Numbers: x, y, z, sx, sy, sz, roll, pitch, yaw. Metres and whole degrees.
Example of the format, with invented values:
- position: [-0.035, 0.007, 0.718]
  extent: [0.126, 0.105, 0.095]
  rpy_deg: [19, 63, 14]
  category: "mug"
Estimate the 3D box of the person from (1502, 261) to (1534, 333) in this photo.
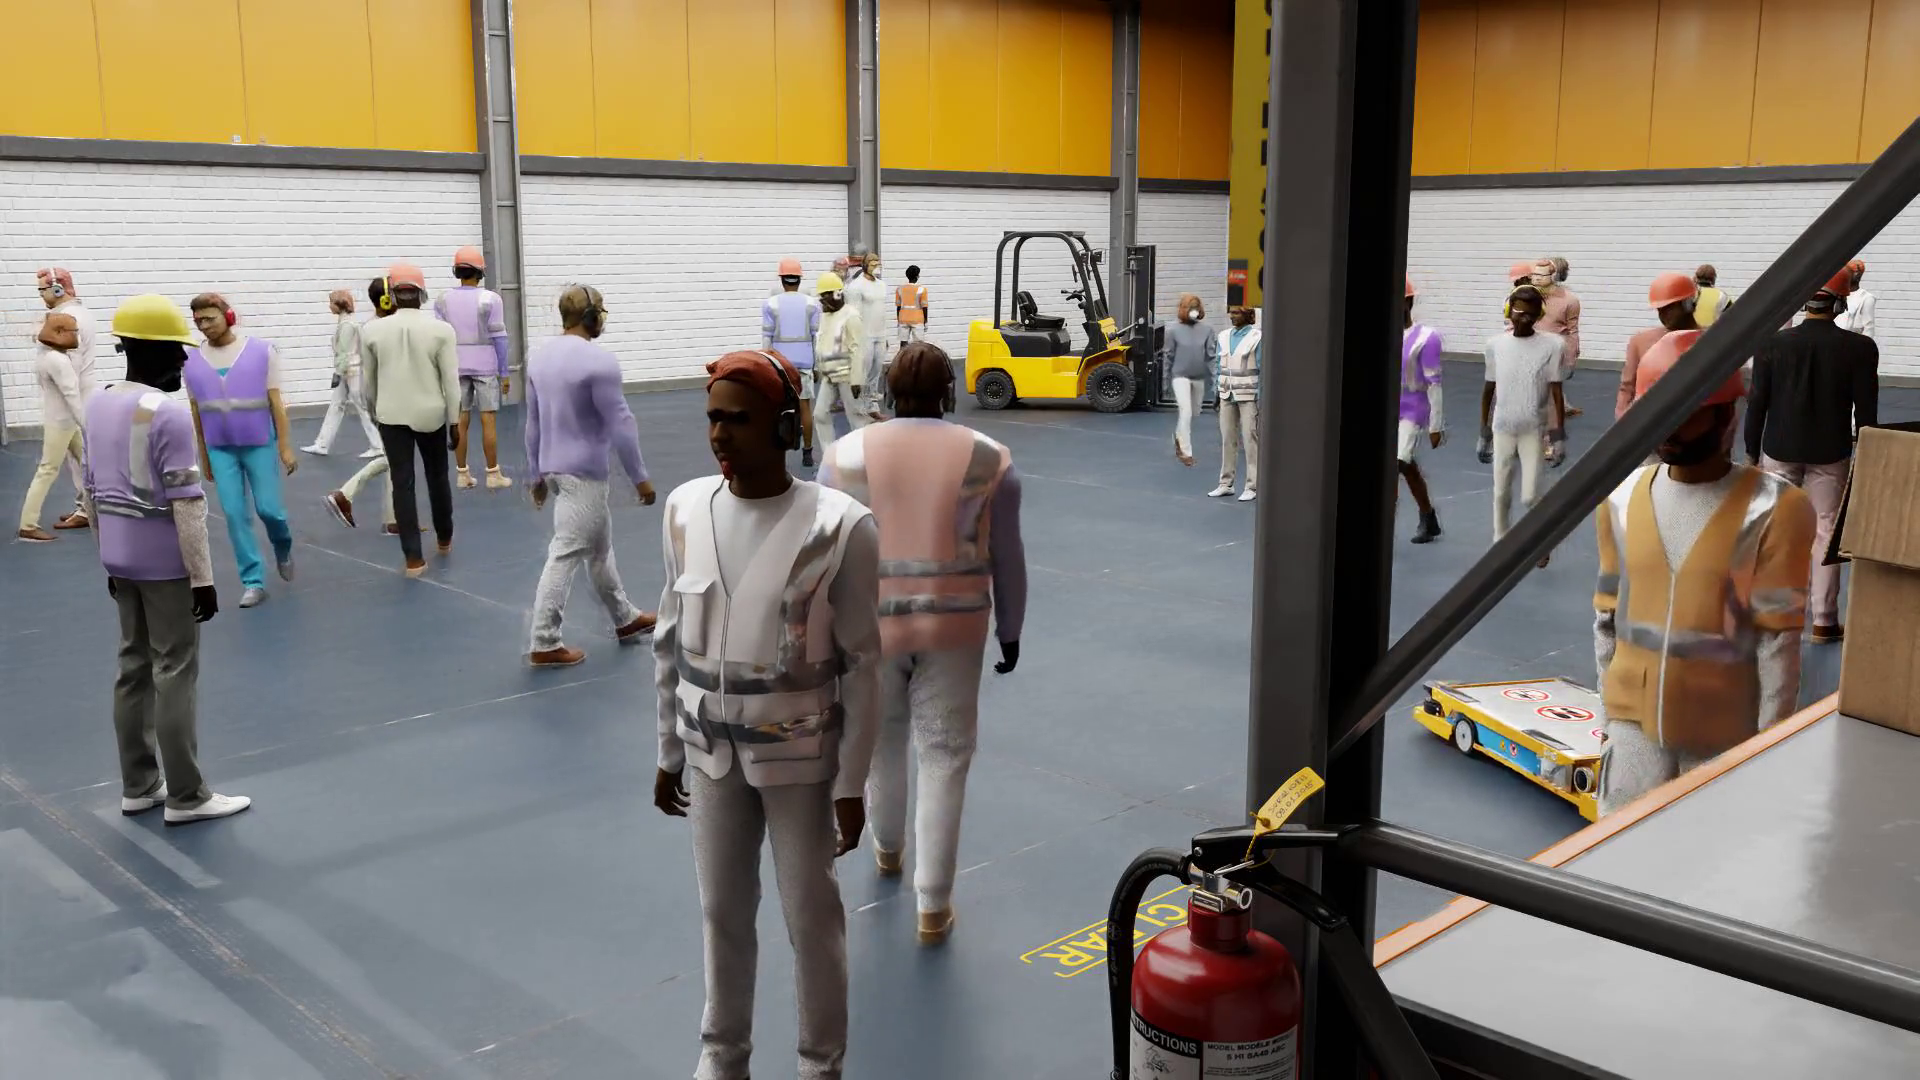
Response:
- position: [6.015, -1.989, 17.508]
  extent: [0.599, 1.883, 0.934]
  rpy_deg: [7, 13, 34]
  category: "person"

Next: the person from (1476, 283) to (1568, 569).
- position: [3.465, -0.645, 10.214]
  extent: [0.571, 1.837, 0.524]
  rpy_deg: [7, 13, 34]
  category: "person"

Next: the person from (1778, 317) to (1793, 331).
- position: [10.310, -2.565, 20.879]
  extent: [0.308, 1.770, 0.522]
  rpy_deg: [4, 11, 20]
  category: "person"

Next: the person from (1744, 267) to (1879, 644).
- position: [4.468, -0.456, 8.758]
  extent: [0.623, 1.992, 0.397]
  rpy_deg: [7, 13, 34]
  category: "person"

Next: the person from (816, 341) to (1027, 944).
- position: [-0.114, 0.279, 5.274]
  extent: [0.651, 1.799, 0.900]
  rpy_deg: [1, 10, 3]
  category: "person"

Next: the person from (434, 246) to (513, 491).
- position: [-4.059, -1.428, 13.928]
  extent: [0.615, 2.041, 0.377]
  rpy_deg: [2, 11, 9]
  category: "person"

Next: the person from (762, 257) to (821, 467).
- position: [-1.553, -1.632, 15.364]
  extent: [0.548, 1.929, 0.392]
  rpy_deg: [-2, 11, -12]
  category: "person"

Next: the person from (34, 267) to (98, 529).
- position: [-6.529, -1.038, 12.184]
  extent: [0.409, 1.904, 0.640]
  rpy_deg: [-4, 11, -19]
  category: "person"

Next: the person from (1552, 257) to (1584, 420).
- position: [6.778, -2.262, 18.923]
  extent: [0.995, 1.883, 0.646]
  rpy_deg: [-3, 11, -18]
  category: "person"

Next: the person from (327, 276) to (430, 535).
- position: [-4.129, -0.932, 11.735]
  extent: [0.583, 1.852, 0.552]
  rpy_deg: [-7, 12, -32]
  category: "person"

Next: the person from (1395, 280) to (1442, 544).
- position: [3.003, -0.848, 11.283]
  extent: [1.069, 1.877, 0.542]
  rpy_deg: [-8, 13, -36]
  category: "person"

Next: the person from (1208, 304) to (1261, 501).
- position: [2.258, -1.136, 13.432]
  extent: [0.307, 1.639, 0.525]
  rpy_deg: [-9, 14, -41]
  category: "person"

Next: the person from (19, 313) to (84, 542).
- position: [-6.225, -0.787, 11.677]
  extent: [0.867, 1.587, 0.504]
  rpy_deg: [-5, 11, -24]
  category: "person"

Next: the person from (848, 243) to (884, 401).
- position: [-1.283, -2.830, 21.574]
  extent: [0.682, 2.000, 0.537]
  rpy_deg: [6, 12, 31]
  category: "person"

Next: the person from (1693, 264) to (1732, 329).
- position: [8.019, -2.083, 18.105]
  extent: [0.644, 1.824, 0.451]
  rpy_deg: [3, 11, 17]
  category: "person"

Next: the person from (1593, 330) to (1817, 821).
- position: [1.867, 0.422, 4.191]
  extent: [0.706, 1.914, 0.551]
  rpy_deg: [-10, 14, -42]
  category: "person"

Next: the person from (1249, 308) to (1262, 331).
- position: [2.997, -1.827, 16.455]
  extent: [0.462, 1.914, 0.615]
  rpy_deg: [-8, 13, -37]
  category: "person"

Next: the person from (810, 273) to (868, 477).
- position: [-1.075, -1.424, 14.551]
  extent: [0.688, 1.793, 0.718]
  rpy_deg: [-8, 13, -36]
  category: "person"

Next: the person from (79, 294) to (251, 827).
- position: [-2.911, 0.075, 6.058]
  extent: [0.594, 1.920, 0.377]
  rpy_deg: [6, 12, 31]
  category: "person"

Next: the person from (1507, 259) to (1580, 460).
- position: [5.524, -1.710, 15.841]
  extent: [0.652, 1.904, 0.403]
  rpy_deg: [7, 12, 32]
  category: "person"

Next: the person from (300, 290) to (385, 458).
- position: [-5.913, -1.560, 15.840]
  extent: [0.816, 1.601, 0.531]
  rpy_deg: [-5, 12, -26]
  category: "person"

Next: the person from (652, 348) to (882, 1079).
- position: [-0.455, 0.508, 3.803]
  extent: [0.573, 1.883, 0.353]
  rpy_deg: [5, 11, 24]
  category: "person"

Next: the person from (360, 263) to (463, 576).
- position: [-3.516, -0.800, 10.739]
  extent: [0.613, 1.943, 1.019]
  rpy_deg: [-2, 11, -13]
  category: "person"

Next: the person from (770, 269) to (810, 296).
- position: [-2.063, -2.508, 20.428]
  extent: [0.510, 1.822, 0.964]
  rpy_deg: [-1, 10, -5]
  category: "person"

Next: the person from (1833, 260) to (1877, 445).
- position: [9.033, -1.901, 16.945]
  extent: [0.362, 1.883, 0.575]
  rpy_deg: [-2, 11, -9]
  category: "person"

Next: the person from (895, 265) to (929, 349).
- position: [-0.710, -3.227, 24.700]
  extent: [0.534, 1.691, 0.318]
  rpy_deg: [4, 11, 19]
  category: "person"

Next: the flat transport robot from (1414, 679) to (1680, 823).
- position: [2.455, 0.802, 6.601]
  extent: [0.652, 0.197, 1.431]
  rpy_deg: [-2, 11, -13]
  category: "flat transport robot"

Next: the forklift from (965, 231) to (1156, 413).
- position: [1.222, -2.721, 20.561]
  extent: [2.313, 2.155, 1.214]
  rpy_deg: [2, 11, 13]
  category: "forklift"

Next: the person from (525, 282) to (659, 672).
- position: [-1.808, -0.327, 8.331]
  extent: [0.995, 1.888, 0.647]
  rpy_deg: [-10, 14, -42]
  category: "person"

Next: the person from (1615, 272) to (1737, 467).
- position: [4.110, -0.567, 9.582]
  extent: [0.612, 1.922, 1.024]
  rpy_deg: [7, 13, 35]
  category: "person"

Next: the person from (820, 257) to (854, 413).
- position: [-1.452, -2.463, 20.016]
  extent: [0.682, 1.878, 0.452]
  rpy_deg: [8, 13, 36]
  category: "person"

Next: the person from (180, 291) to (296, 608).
- position: [-4.177, -0.541, 9.694]
  extent: [0.612, 1.816, 0.587]
  rpy_deg: [-1, 10, -7]
  category: "person"

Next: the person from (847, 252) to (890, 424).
- position: [-1.026, -2.303, 18.981]
  extent: [0.356, 1.938, 0.638]
  rpy_deg: [7, 12, 33]
  category: "person"

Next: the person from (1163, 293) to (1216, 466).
- position: [2.132, -1.523, 15.667]
  extent: [0.506, 1.609, 0.735]
  rpy_deg: [-3, 11, -17]
  category: "person"
